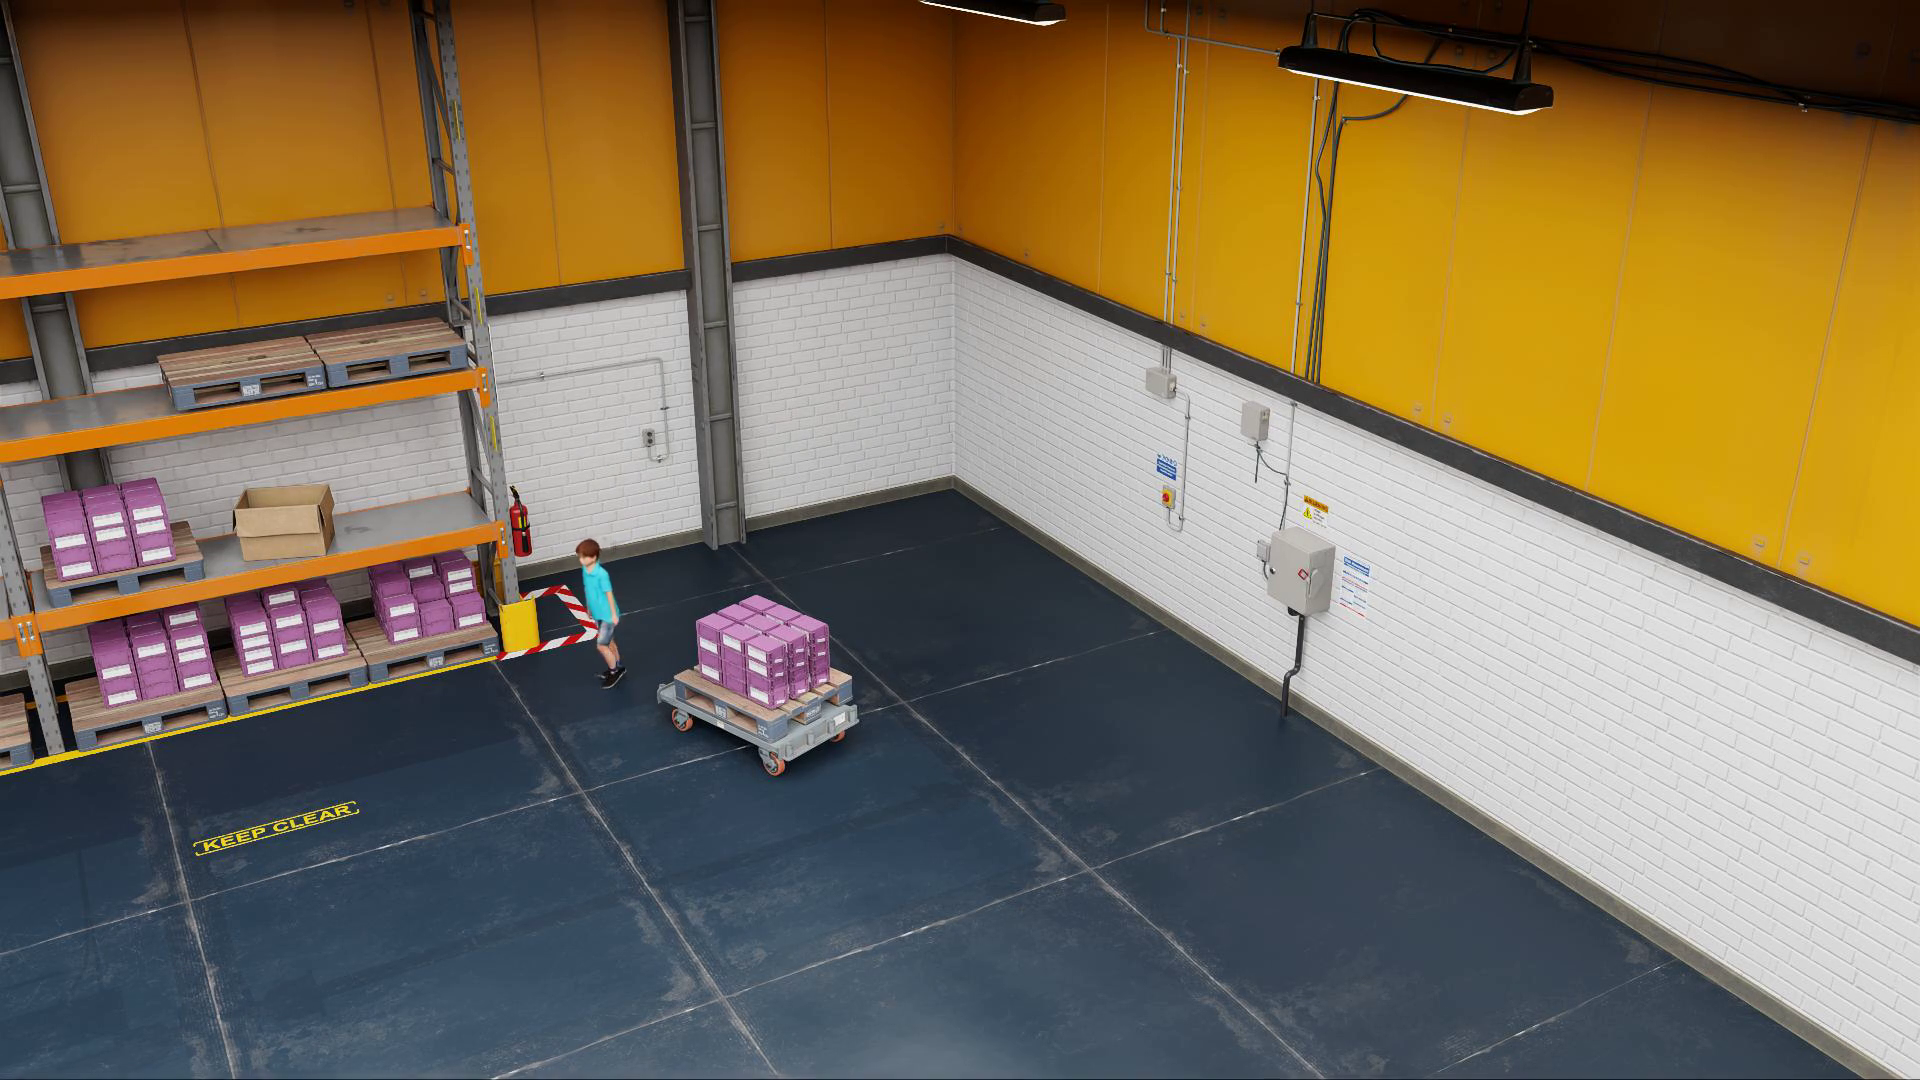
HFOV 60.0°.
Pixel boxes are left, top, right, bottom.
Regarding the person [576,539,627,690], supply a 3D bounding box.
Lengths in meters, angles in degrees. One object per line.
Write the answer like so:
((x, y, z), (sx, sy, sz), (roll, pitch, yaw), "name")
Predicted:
((-3.204, 0.637, 15.147), (0.669, 1.430, 0.613), (-21, 31, -40), "person")
